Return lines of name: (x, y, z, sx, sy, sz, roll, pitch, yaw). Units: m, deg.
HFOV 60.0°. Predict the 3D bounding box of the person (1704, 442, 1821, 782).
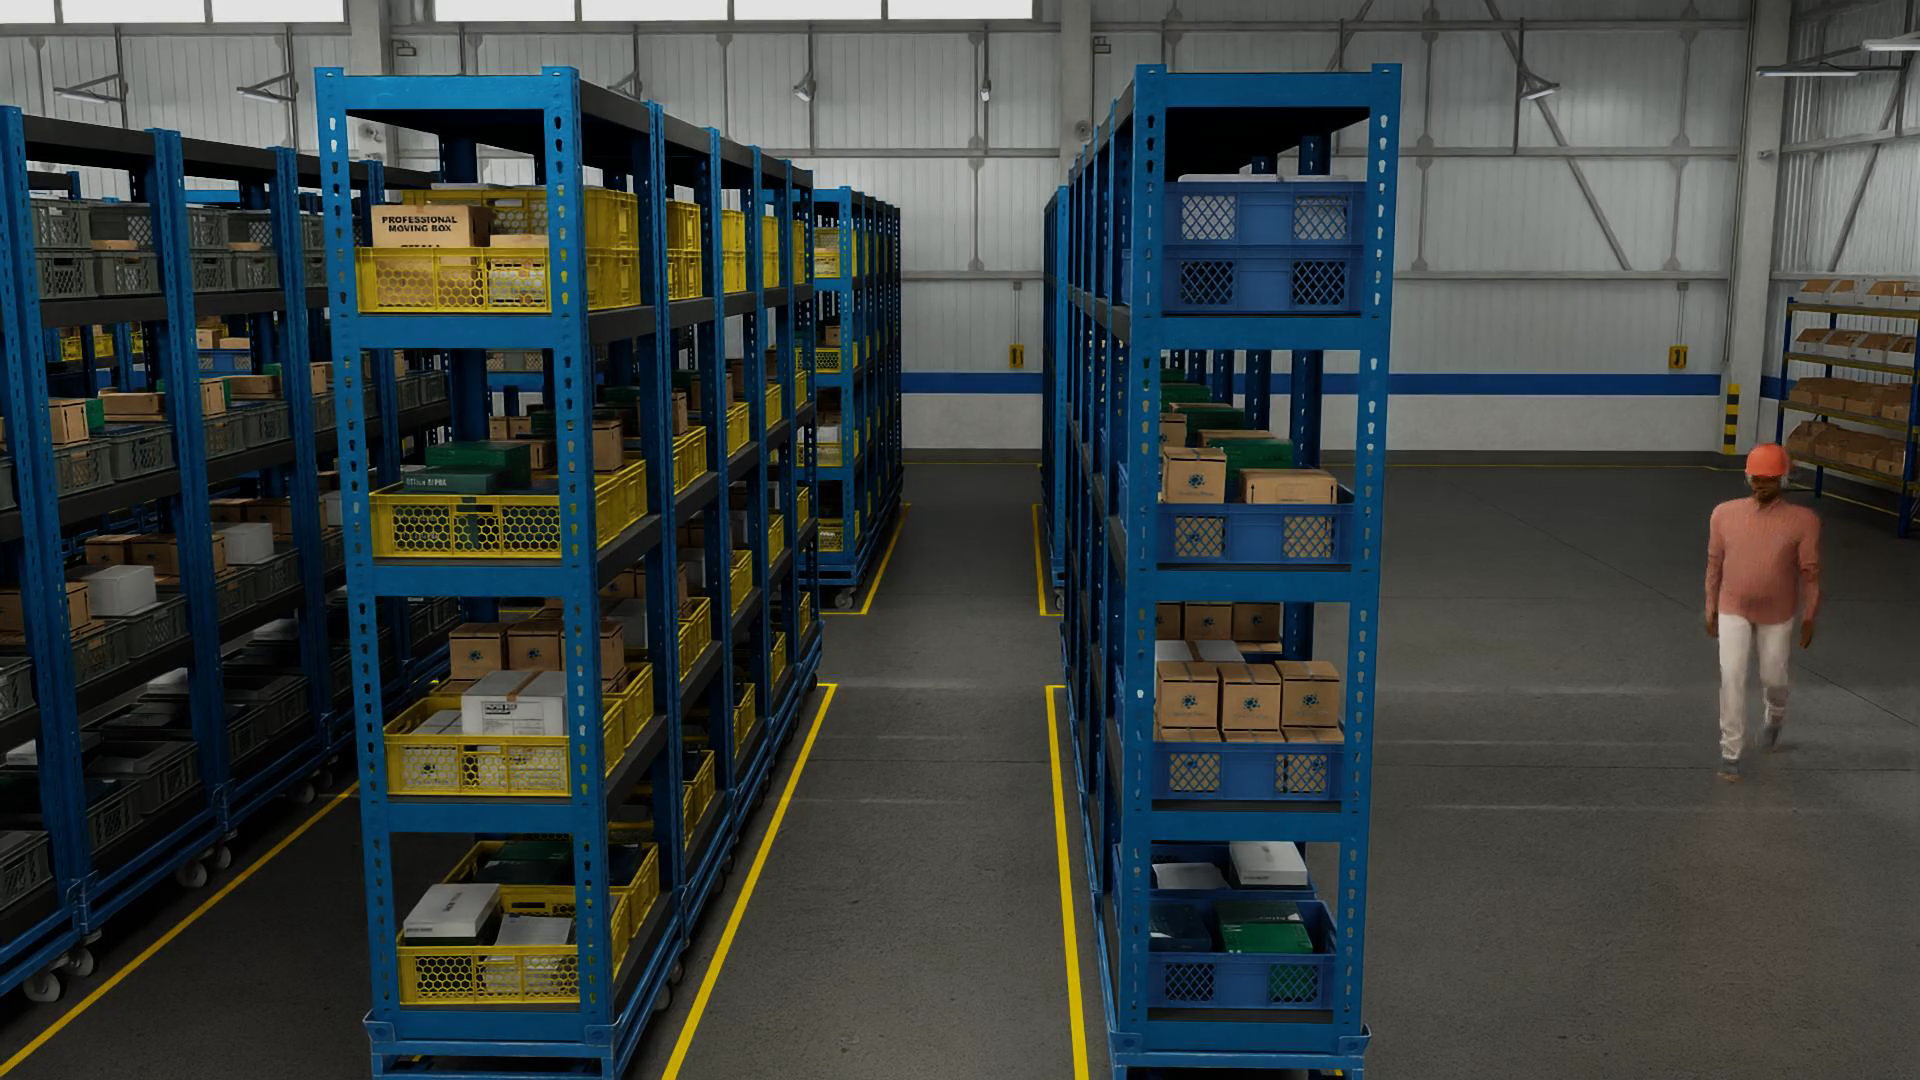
person: (4.733, 0.389, 9.826, 0.622, 1.970, 0.859, 6, 12, 33)
